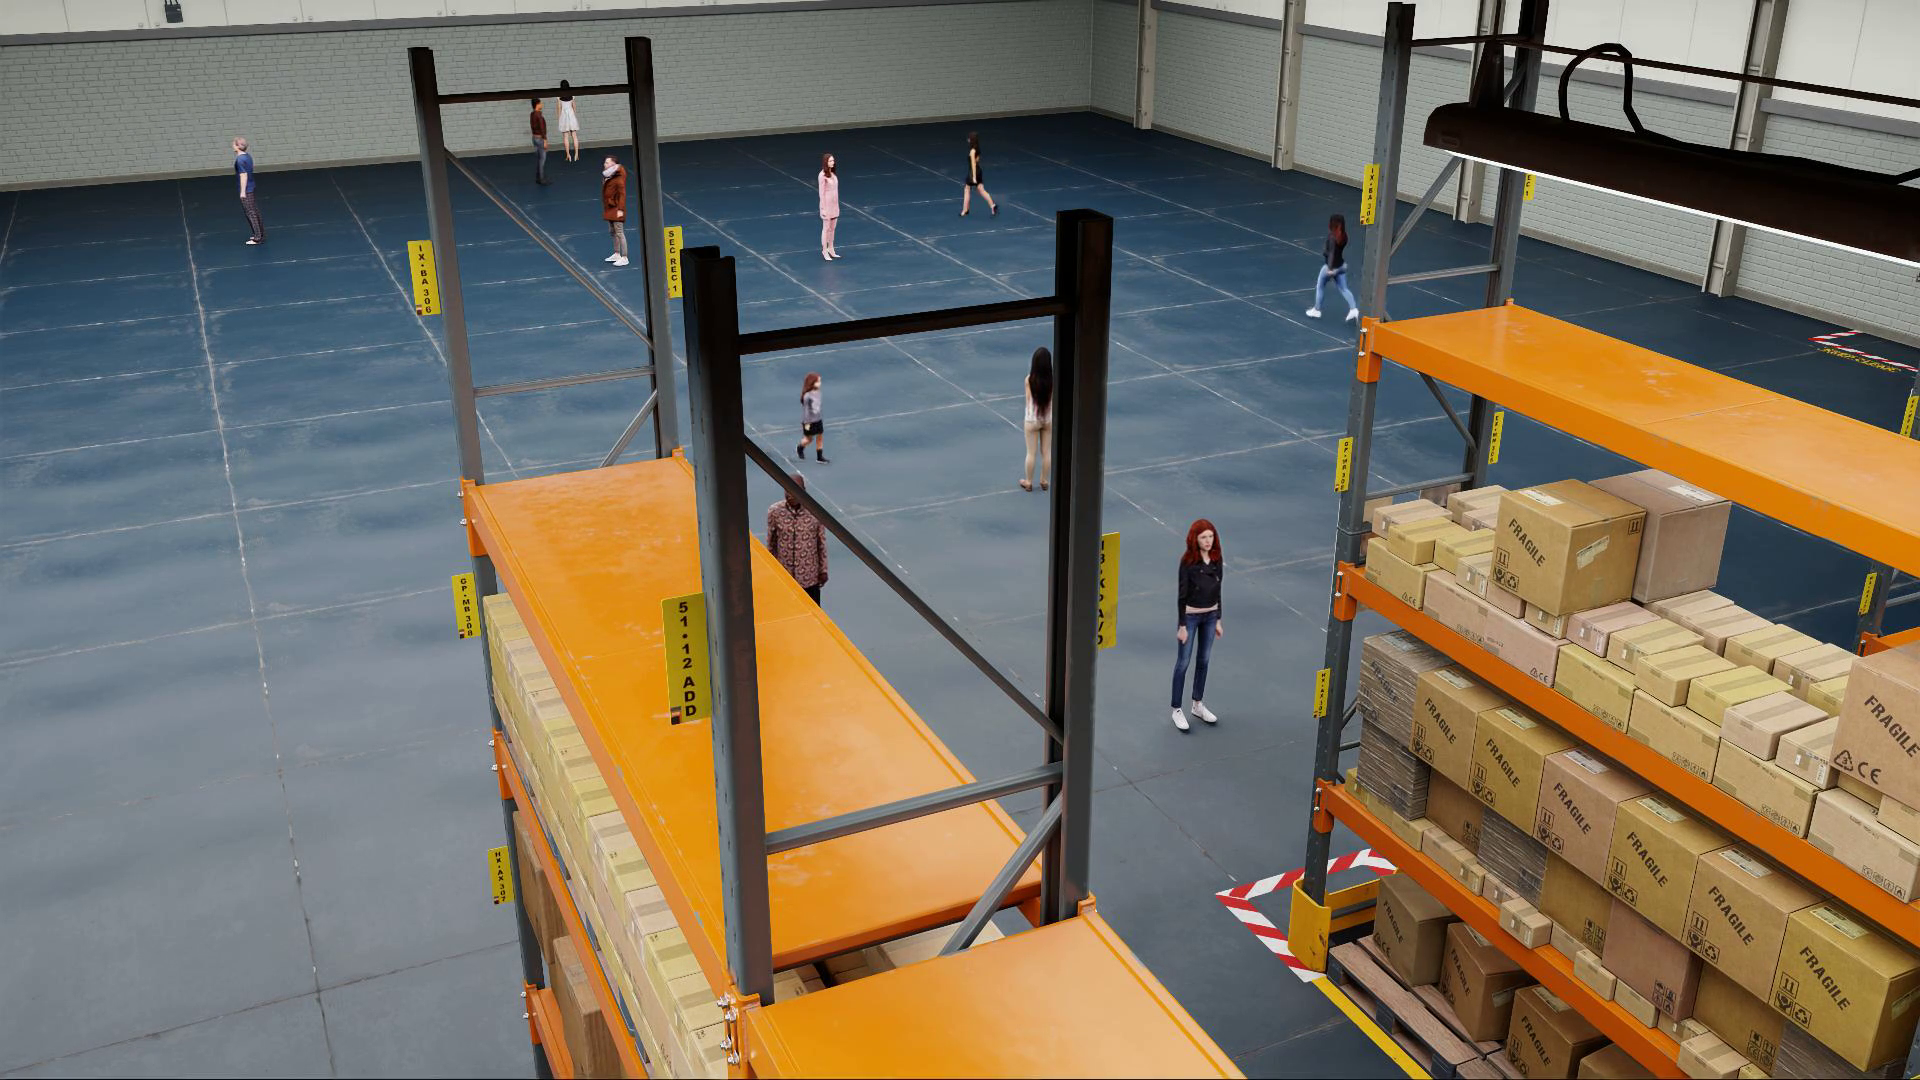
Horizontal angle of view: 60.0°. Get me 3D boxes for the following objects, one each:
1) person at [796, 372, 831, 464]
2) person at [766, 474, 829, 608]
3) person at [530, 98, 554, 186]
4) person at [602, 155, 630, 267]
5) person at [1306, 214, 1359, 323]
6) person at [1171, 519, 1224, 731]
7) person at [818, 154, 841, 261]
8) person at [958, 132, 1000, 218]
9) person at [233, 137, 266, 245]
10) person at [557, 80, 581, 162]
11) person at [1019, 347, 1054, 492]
[{"bbox_3d":[-1.738,-1.420,19.343,0.738,1.098,0.650,15,27,31],"label":"person"},{"bbox_3d":[-1.409,0.270,14.461,0.769,1.808,0.727,-1,23,-3],"label":"person"},{"bbox_3d":[-8.795,-8.338,34.743,0.757,1.778,0.533,-17,28,-35],"label":"person"},{"bbox_3d":[-5.851,-5.608,28.246,0.806,1.839,0.679,-15,27,-31],"label":"person"},{"bbox_3d":[5.677,-4.046,24.880,0.865,1.597,1.165,-21,31,-40],"label":"person"},{"bbox_3d":[1.935,0.671,13.546,0.557,1.786,0.530,-11,25,-23],"label":"person"},{"bbox_3d":[-2.254,-5.732,28.583,0.708,1.803,0.692,13,26,28],"label":"person"},{"bbox_3d":[0.374,-6.899,31.562,1.058,1.620,0.985,9,25,20],"label":"person"},{"bbox_3d":[-12.727,-6.246,29.704,0.786,1.871,0.605,-2,23,-5],"label":"person"},{"bbox_3d":[-8.782,-9.391,37.227,0.630,1.773,0.609,-10,25,-23],"label":"person"},{"bbox_3d":[0.895,-1.329,18.422,0.649,1.652,0.584,-10,25,-22],"label":"person"}]
